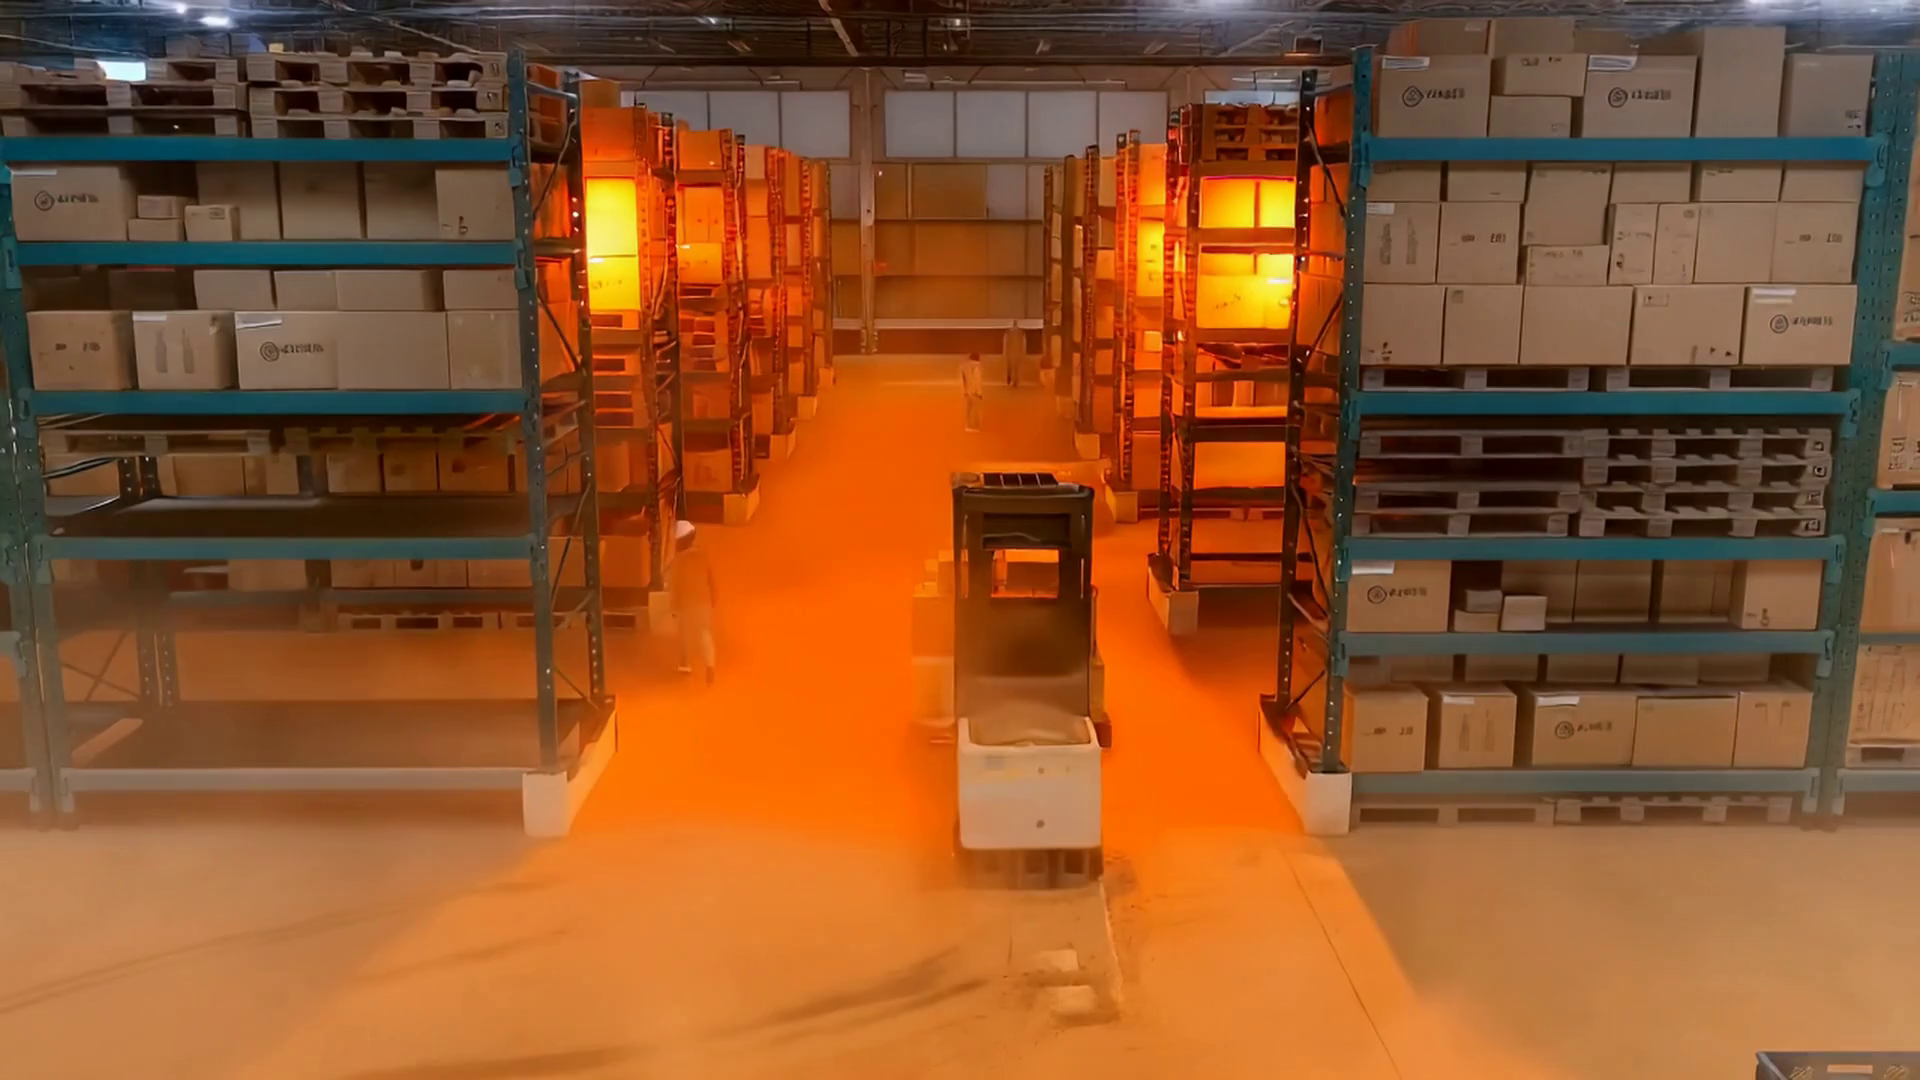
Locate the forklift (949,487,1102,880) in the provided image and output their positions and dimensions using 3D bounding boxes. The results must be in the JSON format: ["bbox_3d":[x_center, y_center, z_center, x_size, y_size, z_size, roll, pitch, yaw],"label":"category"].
[{"bbox_3d":[0.495,0.986,12.813,1.129,2.768,1.873,0,11,-2],"label":"forklift"}]

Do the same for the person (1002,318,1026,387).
[{"bbox_3d":[1.486,-5.173,45.794,0.682,1.888,0.560,-1,11,-3],"label":"person"}]

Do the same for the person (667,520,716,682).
[{"bbox_3d":[-2.804,0.630,17.456,0.533,1.724,0.760,-4,12,-20],"label":"person"}]

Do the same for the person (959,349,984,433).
[{"bbox_3d":[0.271,-3.282,36.559,0.429,1.839,0.634,-9,15,-39],"label":"person"}]

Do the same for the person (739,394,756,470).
[{"bbox_3d":[-3.723,-1.717,29.155,0.315,1.696,0.541,2,12,10],"label":"person"}]
